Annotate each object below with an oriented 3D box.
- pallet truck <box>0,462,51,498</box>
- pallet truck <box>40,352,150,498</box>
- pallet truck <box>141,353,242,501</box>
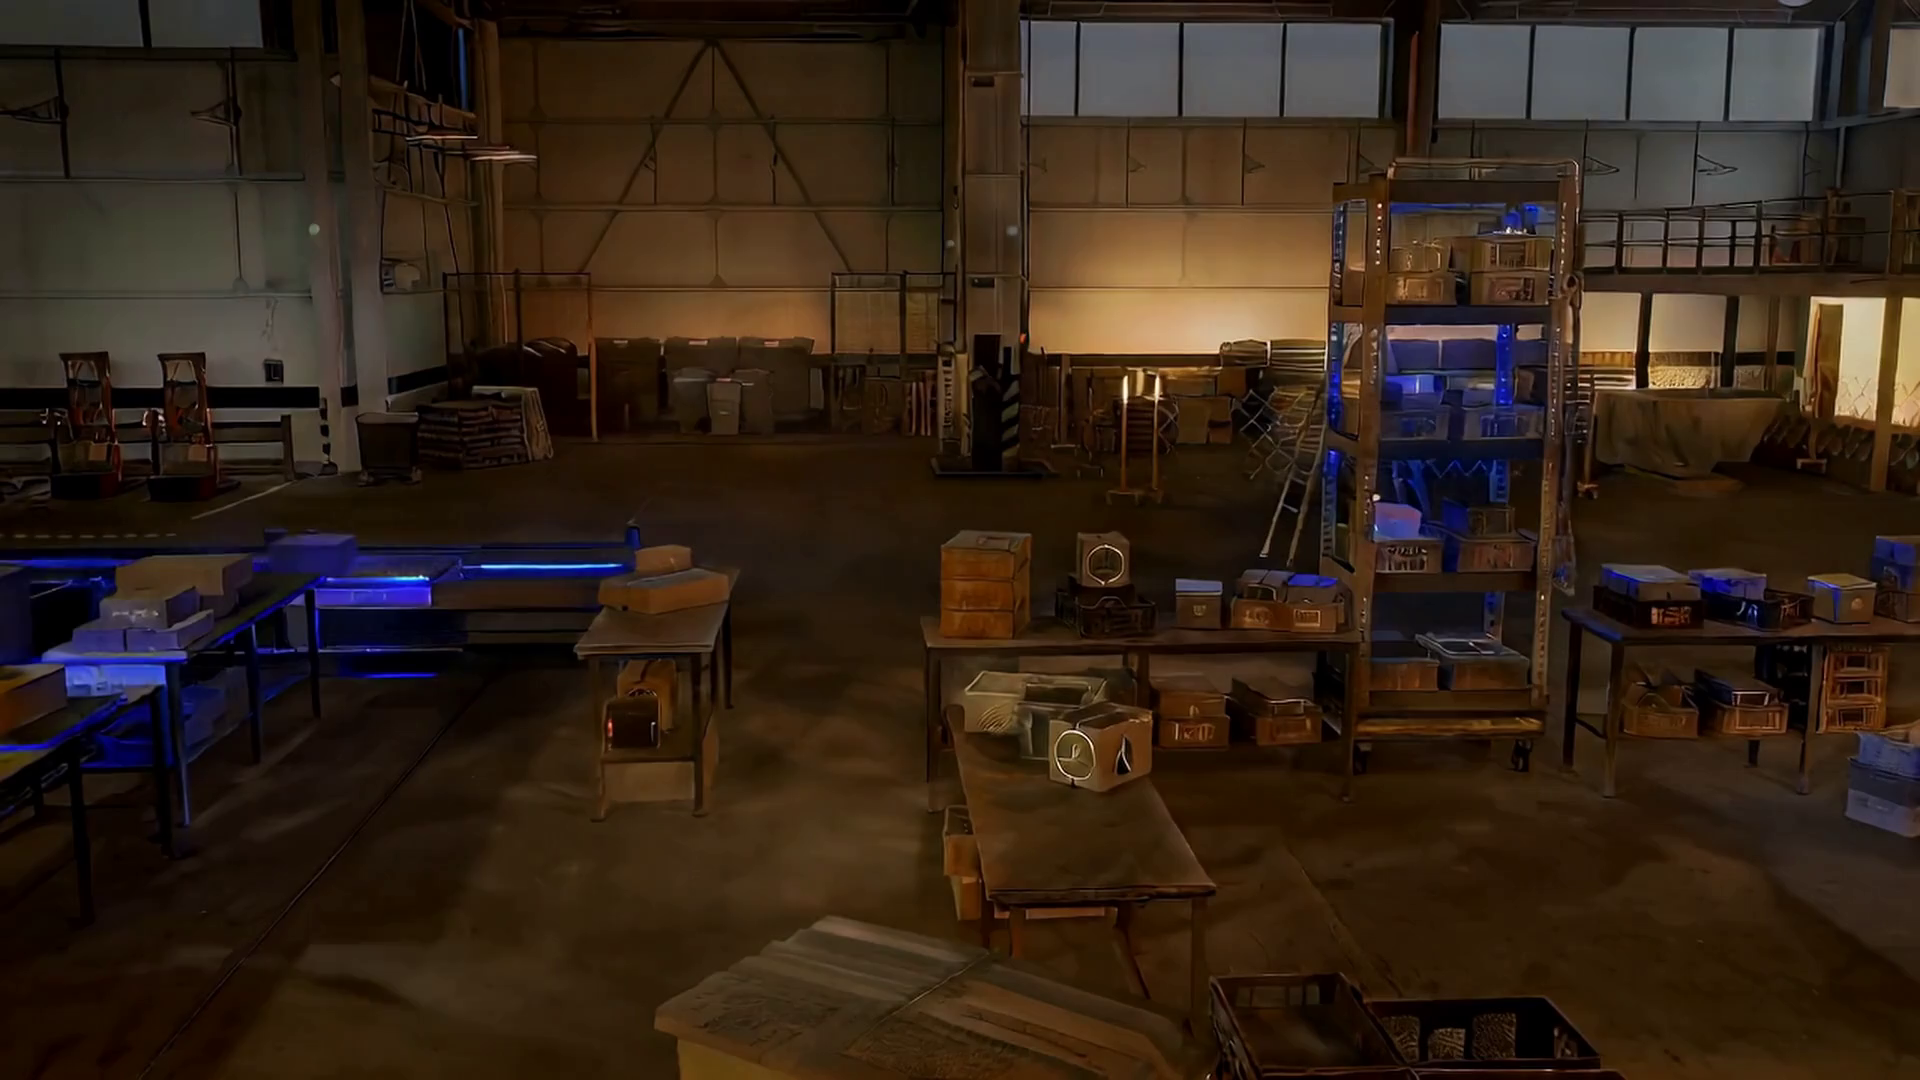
[{"bbox_3d":[-13.193,-1.293,23.148,0.653,1.274,1.630,-1,9,-4],"label":"pallet truck"},{"bbox_3d":[-11.907,-1.642,23.165,0.823,1.965,1.885,0,9,0],"label":"pallet truck"},{"bbox_3d":[-10.520,-1.604,22.925,0.823,1.965,1.885,-1,9,-6],"label":"pallet truck"}]
